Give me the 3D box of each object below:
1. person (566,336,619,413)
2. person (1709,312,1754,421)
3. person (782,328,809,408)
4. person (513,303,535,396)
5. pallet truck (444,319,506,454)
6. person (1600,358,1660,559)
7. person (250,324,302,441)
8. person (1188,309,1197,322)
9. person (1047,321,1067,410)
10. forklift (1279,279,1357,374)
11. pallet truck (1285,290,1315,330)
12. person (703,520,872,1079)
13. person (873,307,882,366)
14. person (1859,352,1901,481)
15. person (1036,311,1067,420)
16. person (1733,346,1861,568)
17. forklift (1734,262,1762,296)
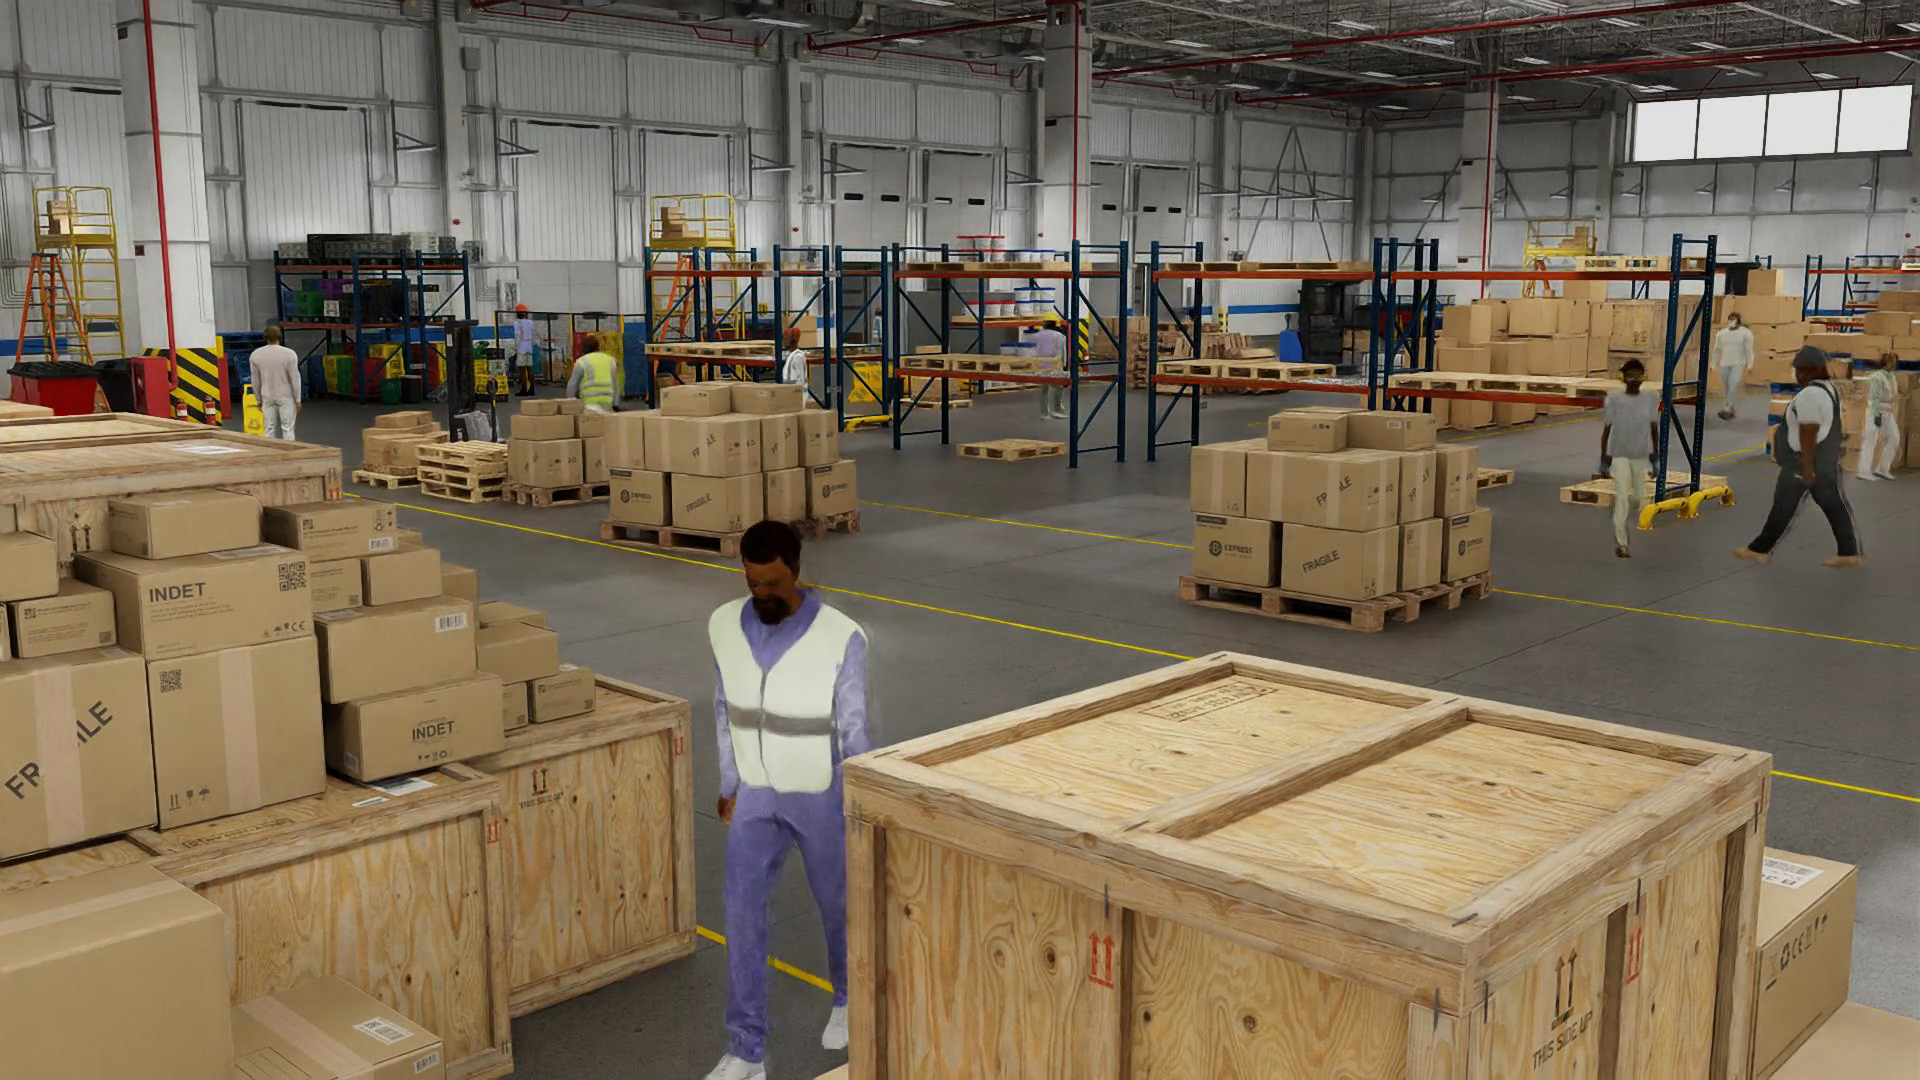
[{"bbox_3d":[-4.819,-1.781,21.863,0.998,1.783,0.638,8,12,41],"label":"person"},{"bbox_3d":[13.503,-3.041,29.206,1.004,1.887,0.659,-8,12,-40],"label":"person"},{"bbox_3d":[-2.186,-1.865,22.029,0.356,1.883,0.573,-2,9,-13],"label":"person"},{"bbox_3d":[-9.132,-3.964,34.731,0.368,1.935,0.552,5,10,27],"label":"person"},{"bbox_3d":[-6.981,-1.942,22.150,1.885,1.965,0.823,1,9,9],"label":"pallet truck"},{"bbox_3d":[6.194,-0.768,15.411,0.531,1.850,0.586,1,9,4],"label":"person"},{"bbox_3d":[-8.873,-1.828,21.637,0.629,1.938,0.372,0,9,0],"label":"person"},{"bbox_3d":[5.846,-5.039,42.189,0.873,1.655,0.540,1,9,4],"label":"person"},{"bbox_3d":[1.780,-3.319,31.392,0.485,1.739,0.319,-2,9,-11],"label":"person"},{"bbox_3d":[8.957,-5.571,41.703,1.129,2.768,1.873,-4,10,-24],"label":"forklift"},{"bbox_3d":[11.297,-6.951,52.861,1.885,1.965,0.823,-5,11,-29],"label":"pallet truck"},{"bbox_3d":[-0.593,0.854,5.442,0.651,1.851,0.955,4,10,22],"label":"person"},{"bbox_3d":[-2.170,-5.400,44.477,0.323,1.631,0.522,-1,9,-3],"label":"person"},{"bbox_3d":[11.531,-1.529,20.767,0.514,1.624,0.500,-5,11,-29],"label":"person"},{"bbox_3d":[1.636,-3.072,29.354,0.598,1.904,0.695,6,11,35],"label":"person"},{"bbox_3d":[7.591,-0.771,14.840,0.698,2.000,1.033,-8,13,-42],"label":"person"},{"bbox_3d":[20.933,-6.000,44.334,1.873,2.768,1.129,9,13,43],"label":"forklift"}]
